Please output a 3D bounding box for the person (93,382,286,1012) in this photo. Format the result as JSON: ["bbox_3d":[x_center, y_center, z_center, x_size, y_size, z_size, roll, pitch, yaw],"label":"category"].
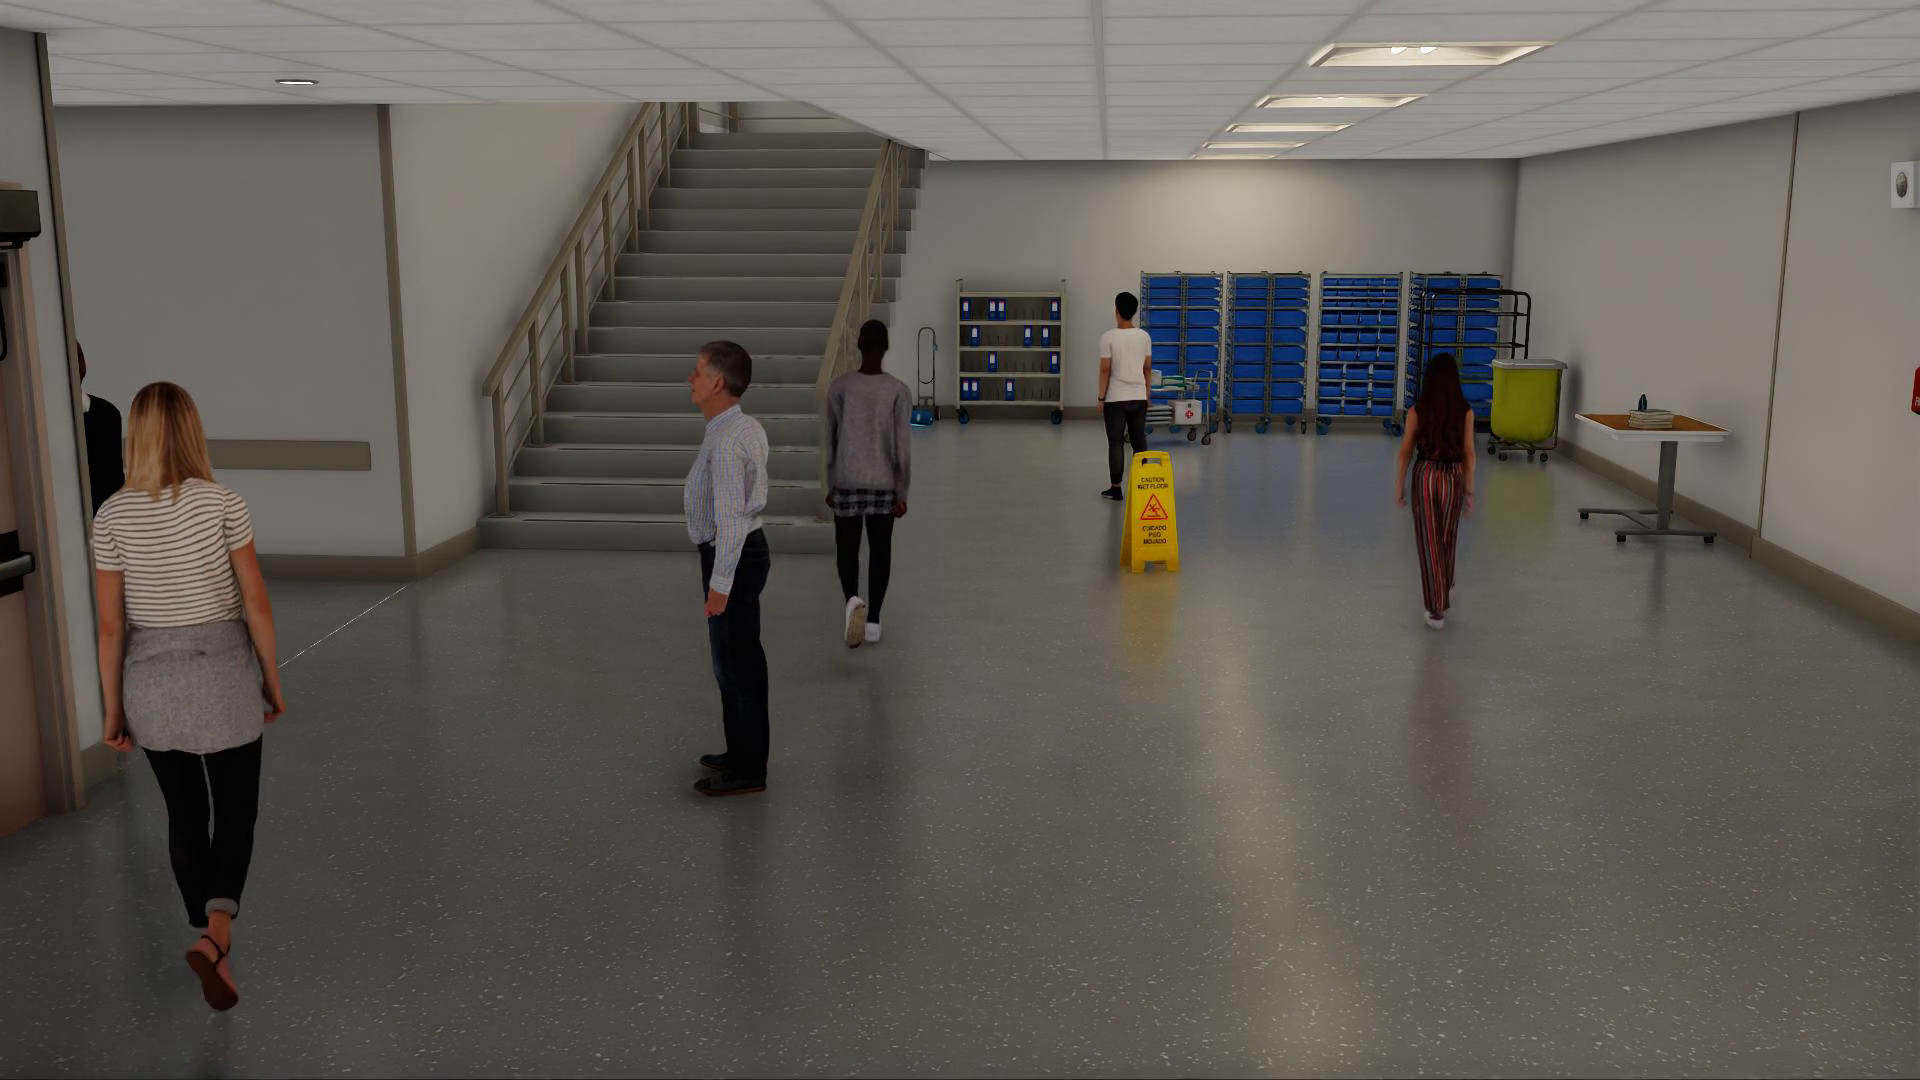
[{"bbox_3d":[-2.192,0.484,4.722,0.874,1.804,1.097,-3,11,-17],"label":"person"}]

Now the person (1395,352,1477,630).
[{"bbox_3d":[2.708,-0.269,9.397,0.595,1.541,0.920,1,11,8],"label":"person"}]

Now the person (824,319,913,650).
[{"bbox_3d":[-0.504,-0.268,8.808,0.681,1.757,1.018,0,11,1],"label":"person"}]

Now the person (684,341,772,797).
[{"bbox_3d":[-0.910,0.106,6.669,0.719,1.820,0.512,0,11,1],"label":"person"}]

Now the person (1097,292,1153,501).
[{"bbox_3d":[1.375,-1.203,13.829,0.696,1.722,0.662,-3,11,-16],"label":"person"}]
